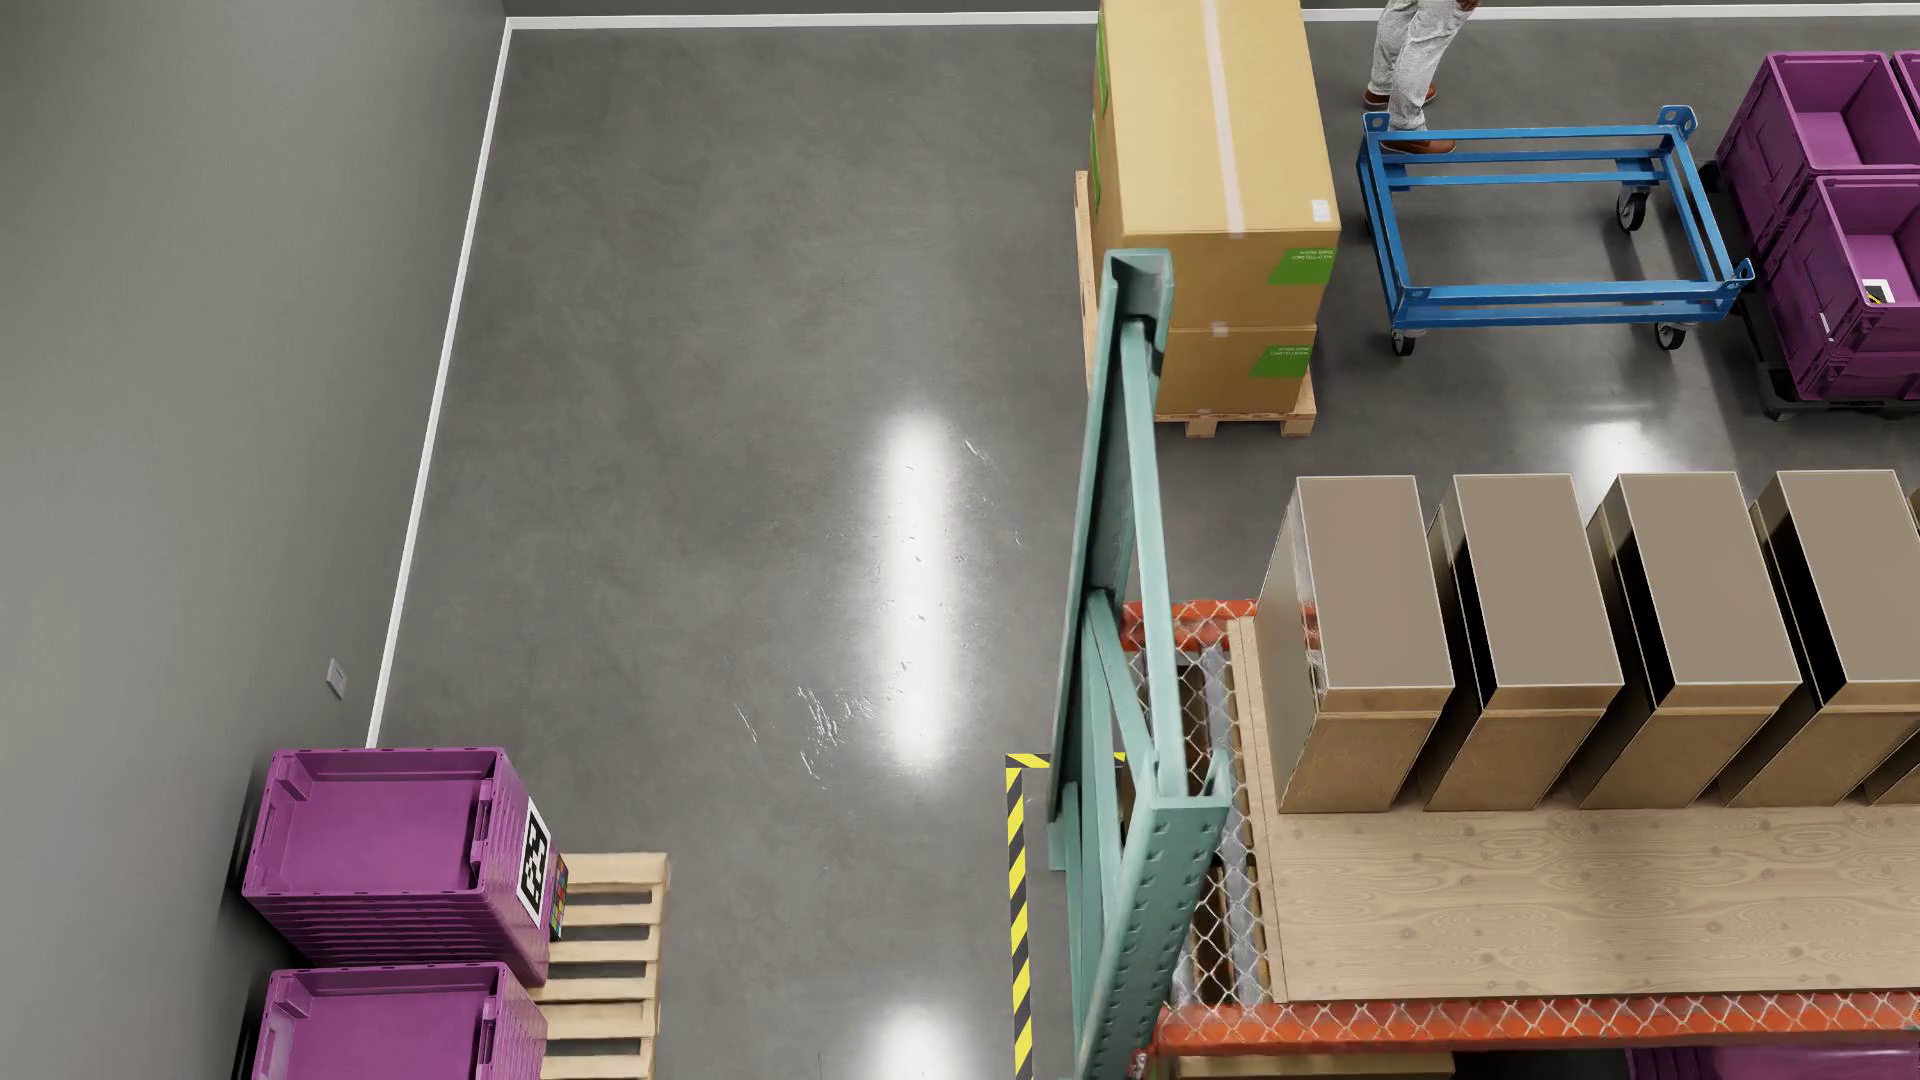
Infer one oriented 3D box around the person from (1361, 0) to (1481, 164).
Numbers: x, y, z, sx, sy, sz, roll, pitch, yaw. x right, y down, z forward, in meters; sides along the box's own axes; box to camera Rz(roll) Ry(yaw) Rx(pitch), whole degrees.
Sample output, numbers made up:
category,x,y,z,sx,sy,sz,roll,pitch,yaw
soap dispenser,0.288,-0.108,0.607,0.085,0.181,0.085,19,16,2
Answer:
category,x,y,z,sx,sy,sz,roll,pitch,yaw
person,1.821,-2.235,6.073,0.370,1.940,0.630,-3,58,-2
